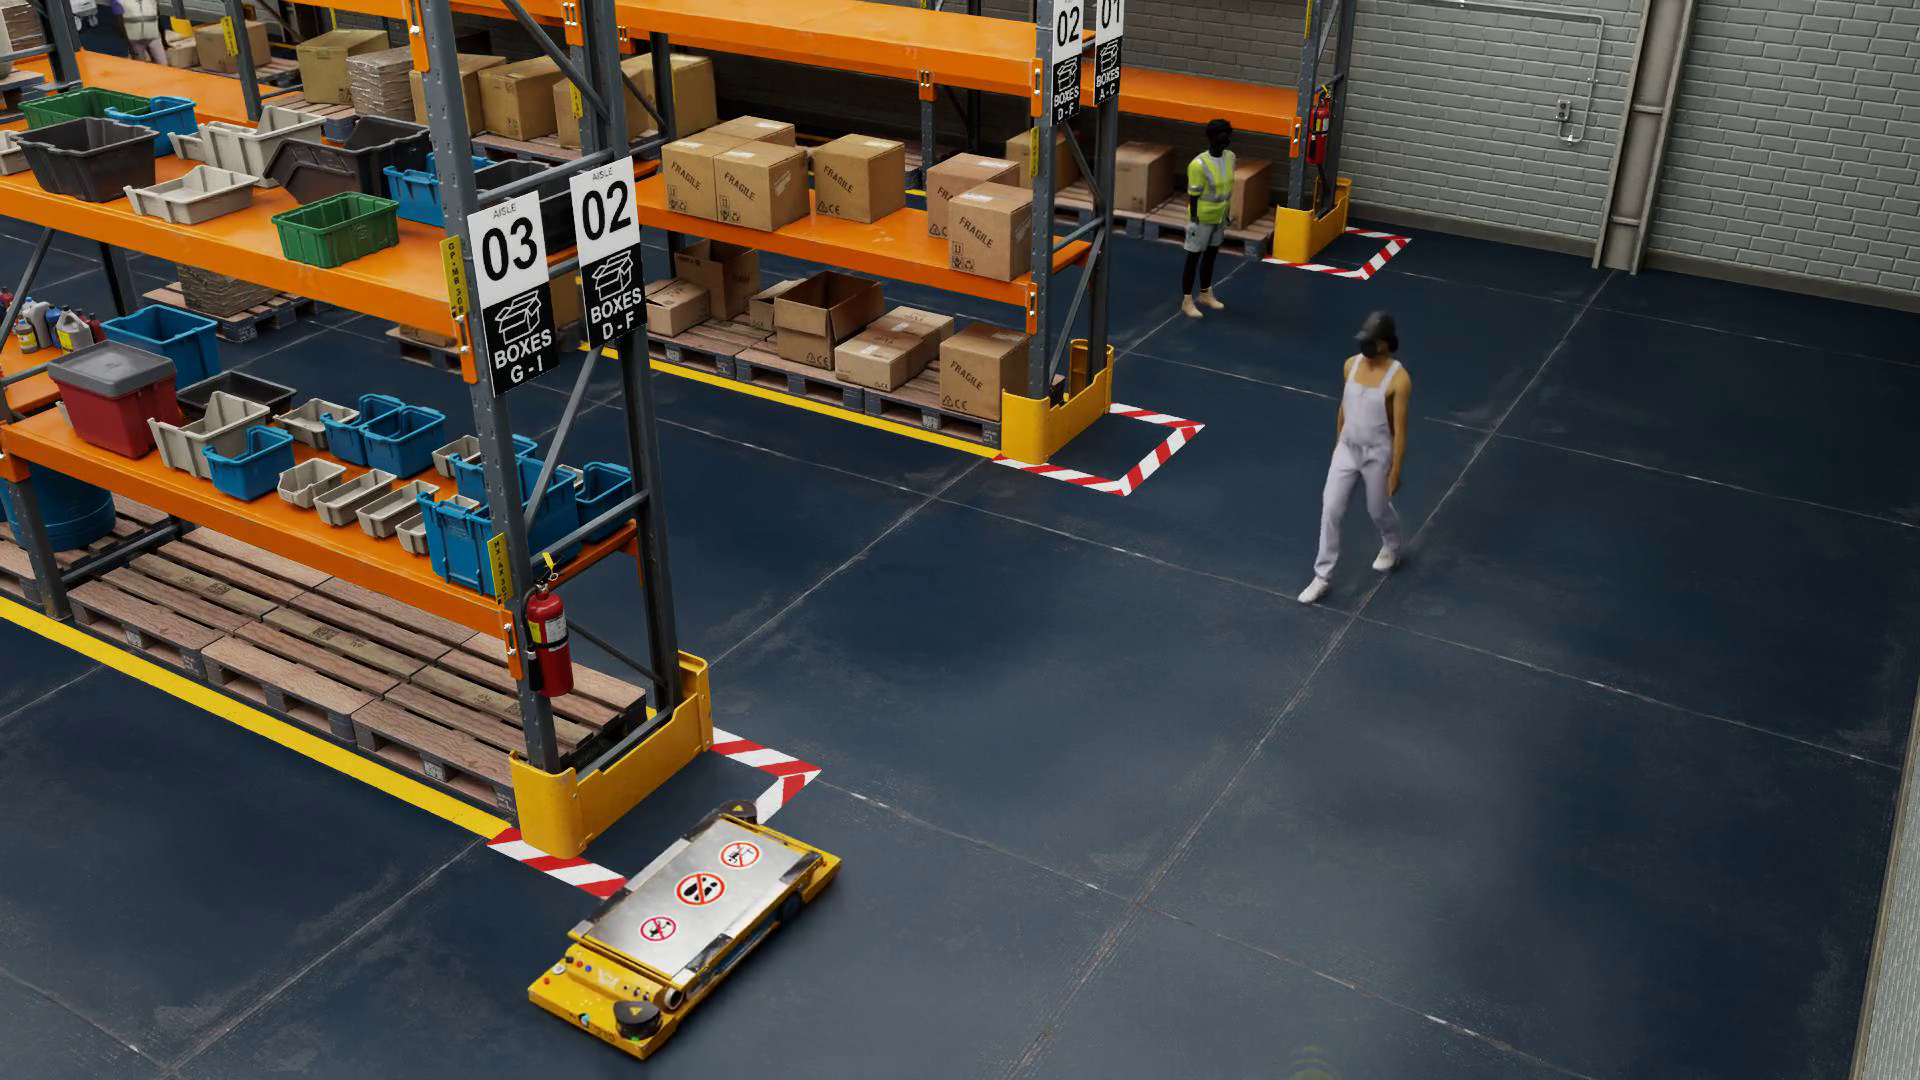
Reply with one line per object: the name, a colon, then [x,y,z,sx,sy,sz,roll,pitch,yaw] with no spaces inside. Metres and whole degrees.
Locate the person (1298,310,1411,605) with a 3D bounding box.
person: [2.467,-0.534,9.992,0.909,1.825,0.525,-26,38,-38]

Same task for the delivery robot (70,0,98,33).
delivery robot: [-12.884,-7.644,24.072,0.525,0.611,0.783,8,30,14]

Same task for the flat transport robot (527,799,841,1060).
flat transport robot: [-1.217,1.719,7.549,0.659,0.231,1.431,17,33,27]

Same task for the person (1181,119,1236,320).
person: [2.109,-2.727,14.059,0.534,1.694,0.322,-23,37,-35]

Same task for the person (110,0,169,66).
person: [-9.540,-5.852,19.554,0.567,1.795,0.978,-23,37,-35]
